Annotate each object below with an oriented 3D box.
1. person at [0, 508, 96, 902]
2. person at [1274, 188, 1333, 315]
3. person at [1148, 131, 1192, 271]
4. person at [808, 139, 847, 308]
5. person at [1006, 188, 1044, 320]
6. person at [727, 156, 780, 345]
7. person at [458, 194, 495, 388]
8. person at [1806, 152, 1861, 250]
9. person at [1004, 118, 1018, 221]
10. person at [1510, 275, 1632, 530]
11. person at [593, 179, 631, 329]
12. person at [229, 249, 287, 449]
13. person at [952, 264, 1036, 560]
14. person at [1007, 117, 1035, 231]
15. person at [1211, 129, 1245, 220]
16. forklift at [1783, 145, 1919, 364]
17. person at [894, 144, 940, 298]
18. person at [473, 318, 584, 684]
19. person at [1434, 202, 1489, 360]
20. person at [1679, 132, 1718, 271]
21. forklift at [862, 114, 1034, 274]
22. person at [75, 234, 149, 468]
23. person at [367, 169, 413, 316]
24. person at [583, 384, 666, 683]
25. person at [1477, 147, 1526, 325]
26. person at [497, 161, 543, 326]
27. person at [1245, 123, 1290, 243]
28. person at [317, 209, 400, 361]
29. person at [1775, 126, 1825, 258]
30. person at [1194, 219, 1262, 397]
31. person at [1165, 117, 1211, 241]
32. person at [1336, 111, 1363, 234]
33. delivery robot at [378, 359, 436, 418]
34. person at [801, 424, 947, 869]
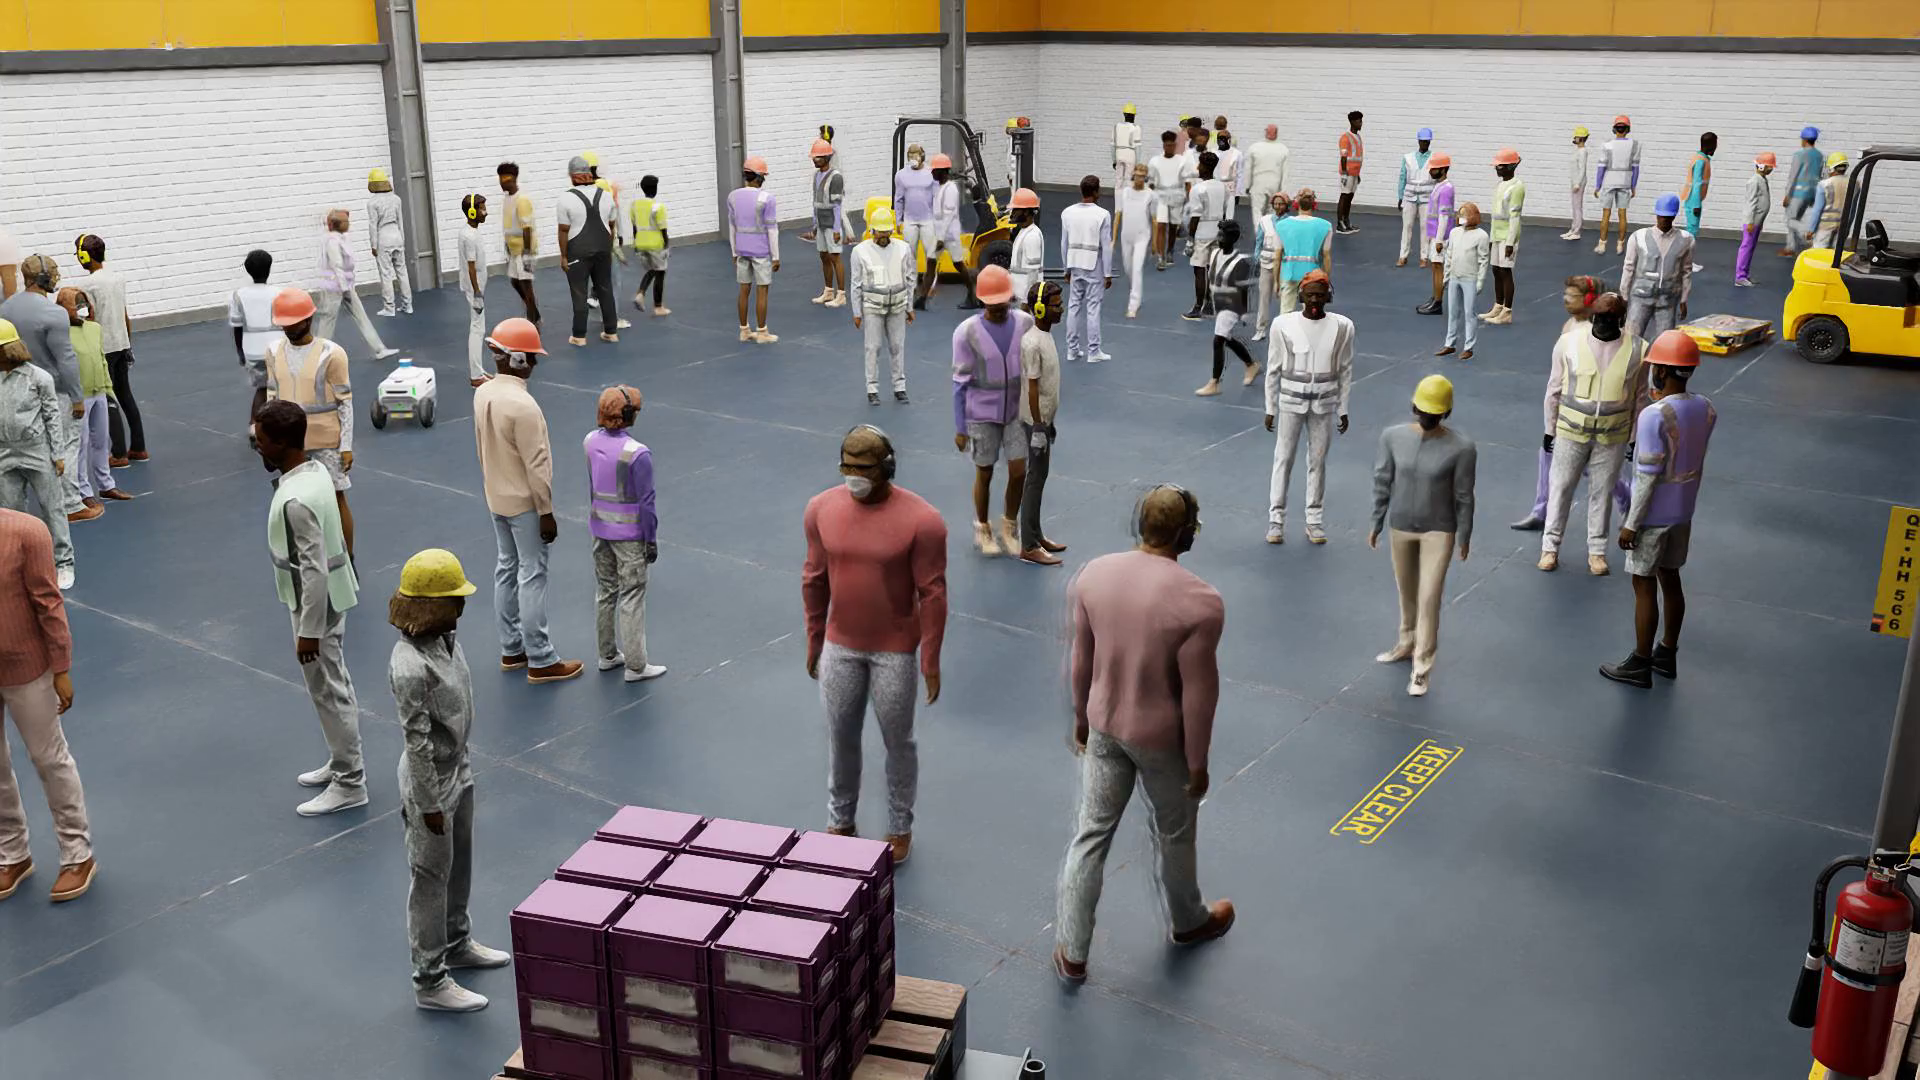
[{"bbox_3d":[-3.908,0.528,6.713,0.622,1.980,0.409,-2,18,-6],"label":"person"},{"bbox_3d":[3.421,-2.586,16.674,0.566,1.837,0.378,5,18,14],"label":"person"},{"bbox_3d":[2.953,-4.797,23.474,0.627,1.922,0.996,2,18,5],"label":"person"},{"bbox_3d":[-1.650,-3.869,20.382,0.416,2.034,0.603,-12,21,-33],"label":"person"},{"bbox_3d":[0.609,-2.352,15.779,0.354,1.939,0.545,-2,18,-6],"label":"person"},{"bbox_3d":[-2.221,-3.145,18.117,0.611,2.032,0.411,9,20,27],"label":"person"},{"bbox_3d":[-4.660,-2.401,16.065,0.325,1.861,0.512,-6,19,-18],"label":"person"},{"bbox_3d":[10.992,-3.969,21.018,0.589,1.826,0.403,-3,18,-9],"label":"person"},{"bbox_3d":[0.917,-6.387,28.715,0.304,1.745,0.483,5,19,16],"label":"person"},{"bbox_3d":[4.348,-0.928,11.523,0.806,1.820,0.569,-2,18,-8],"label":"person"},{"bbox_3d":[-3.974,-3.259,18.975,0.413,1.714,0.590,-6,19,-18],"label":"person"},{"bbox_3d":[-5.663,-1.528,13.623,0.535,1.683,0.395,0,18,1],"label":"person"},{"bbox_3d":[0.237,-0.821,10.895,0.633,1.999,0.604,-7,19,-21],"label":"person"},{"bbox_3d":[1.001,-5.861,26.843,0.340,1.882,0.585,-15,23,-39],"label":"person"},{"bbox_3d":[3.873,-5.146,24.676,0.627,1.844,0.429,7,19,22],"label":"person"},{"bbox_3d":[9.803,-2.879,17.013,2.313,2.155,1.214,12,21,33],"label":"forklift"},{"bbox_3d":[-0.528,-4.042,21.091,0.636,1.928,0.376,4,18,13],"label":"person"},{"bbox_3d":[-2.356,-0.208,8.996,0.393,1.986,0.610,-15,23,-40],"label":"person"},{"bbox_3d":[5.260,-2.705,17.376,0.264,1.631,0.508,-12,21,-33],"label":"person"},{"bbox_3d":[10.284,-4.729,23.265,0.412,1.909,0.597,8,19,23],"label":"person"},{"bbox_3d":[-0.171,-4.594,22.377,2.313,2.155,1.214,1,18,3],"label":"forklift"},{"bbox_3d":[-6.790,-1.497,13.245,0.333,1.857,0.528,3,18,8],"label":"person"},{"bbox_3d":[-6.852,-3.549,19.858,0.327,1.736,0.489,10,20,30],"label":"person"},{"bbox_3d":[-1.830,-0.032,9.024,0.509,1.629,0.316,13,22,36],"label":"person"},{"bbox_3d":[6.274,-3.513,19.268,0.404,2.036,0.601,-2,18,-7],"label":"person"},{"bbox_3d":[-4.870,-3.240,18.549,0.555,1.947,0.722,-12,22,-34],"label":"person"},{"bbox_3d":[4.711,-5.438,25.530,0.646,1.883,0.837,2,18,5],"label":"person"},{"bbox_3d":[-6.280,-2.576,17.034,0.859,1.590,0.537,-1,18,-3],"label":"person"},{"bbox_3d":[12.316,-5.046,24.227,0.610,1.921,0.658,-10,20,-28],"label":"person"},{"bbox_3d":[2.607,-2.223,15.808,0.800,1.668,0.526,-7,19,-22],"label":"person"},{"bbox_3d":[3.645,-5.695,26.262,1.010,1.910,0.608,-6,19,-18],"label":"person"},{"bbox_3d":[6.384,-6.008,27.167,0.368,1.966,0.603,12,21,33],"label":"person"},{"bbox_3d":[-4.903,-1.358,14.755,0.477,0.478,0.707,-1,18,-3],"label":"delivery robot"},{"bbox_3d":[-0.370,0.451,7.014,0.640,1.937,0.368,6,19,17],"label":"person"}]
